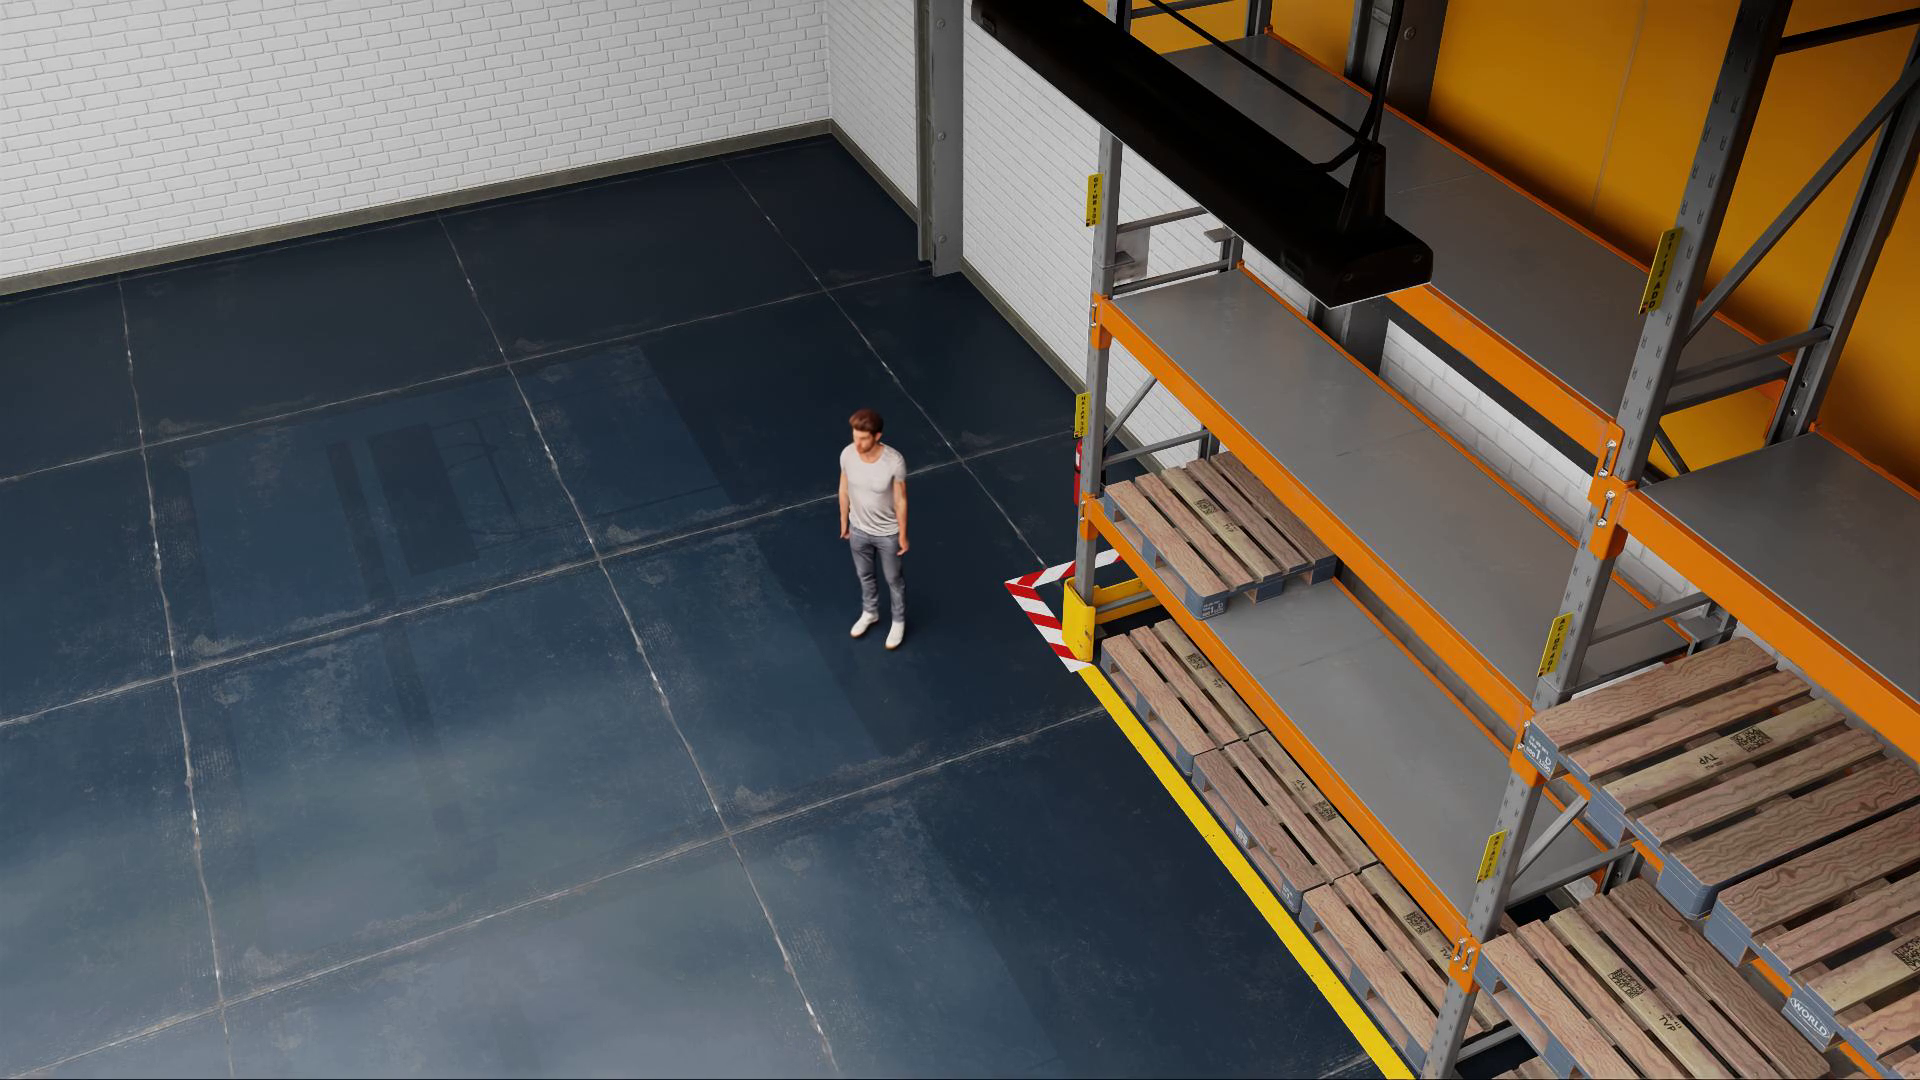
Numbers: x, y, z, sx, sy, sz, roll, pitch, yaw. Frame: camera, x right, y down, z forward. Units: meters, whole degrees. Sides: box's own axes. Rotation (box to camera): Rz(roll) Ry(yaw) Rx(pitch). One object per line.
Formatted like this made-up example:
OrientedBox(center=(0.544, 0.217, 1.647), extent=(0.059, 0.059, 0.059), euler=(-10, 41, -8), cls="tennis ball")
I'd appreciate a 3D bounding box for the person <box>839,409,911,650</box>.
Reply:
OrientedBox(center=(-0.563, -0.105, 11.282), extent=(0.741, 1.889, 0.804), euler=(13, 41, 16), cls="person")
